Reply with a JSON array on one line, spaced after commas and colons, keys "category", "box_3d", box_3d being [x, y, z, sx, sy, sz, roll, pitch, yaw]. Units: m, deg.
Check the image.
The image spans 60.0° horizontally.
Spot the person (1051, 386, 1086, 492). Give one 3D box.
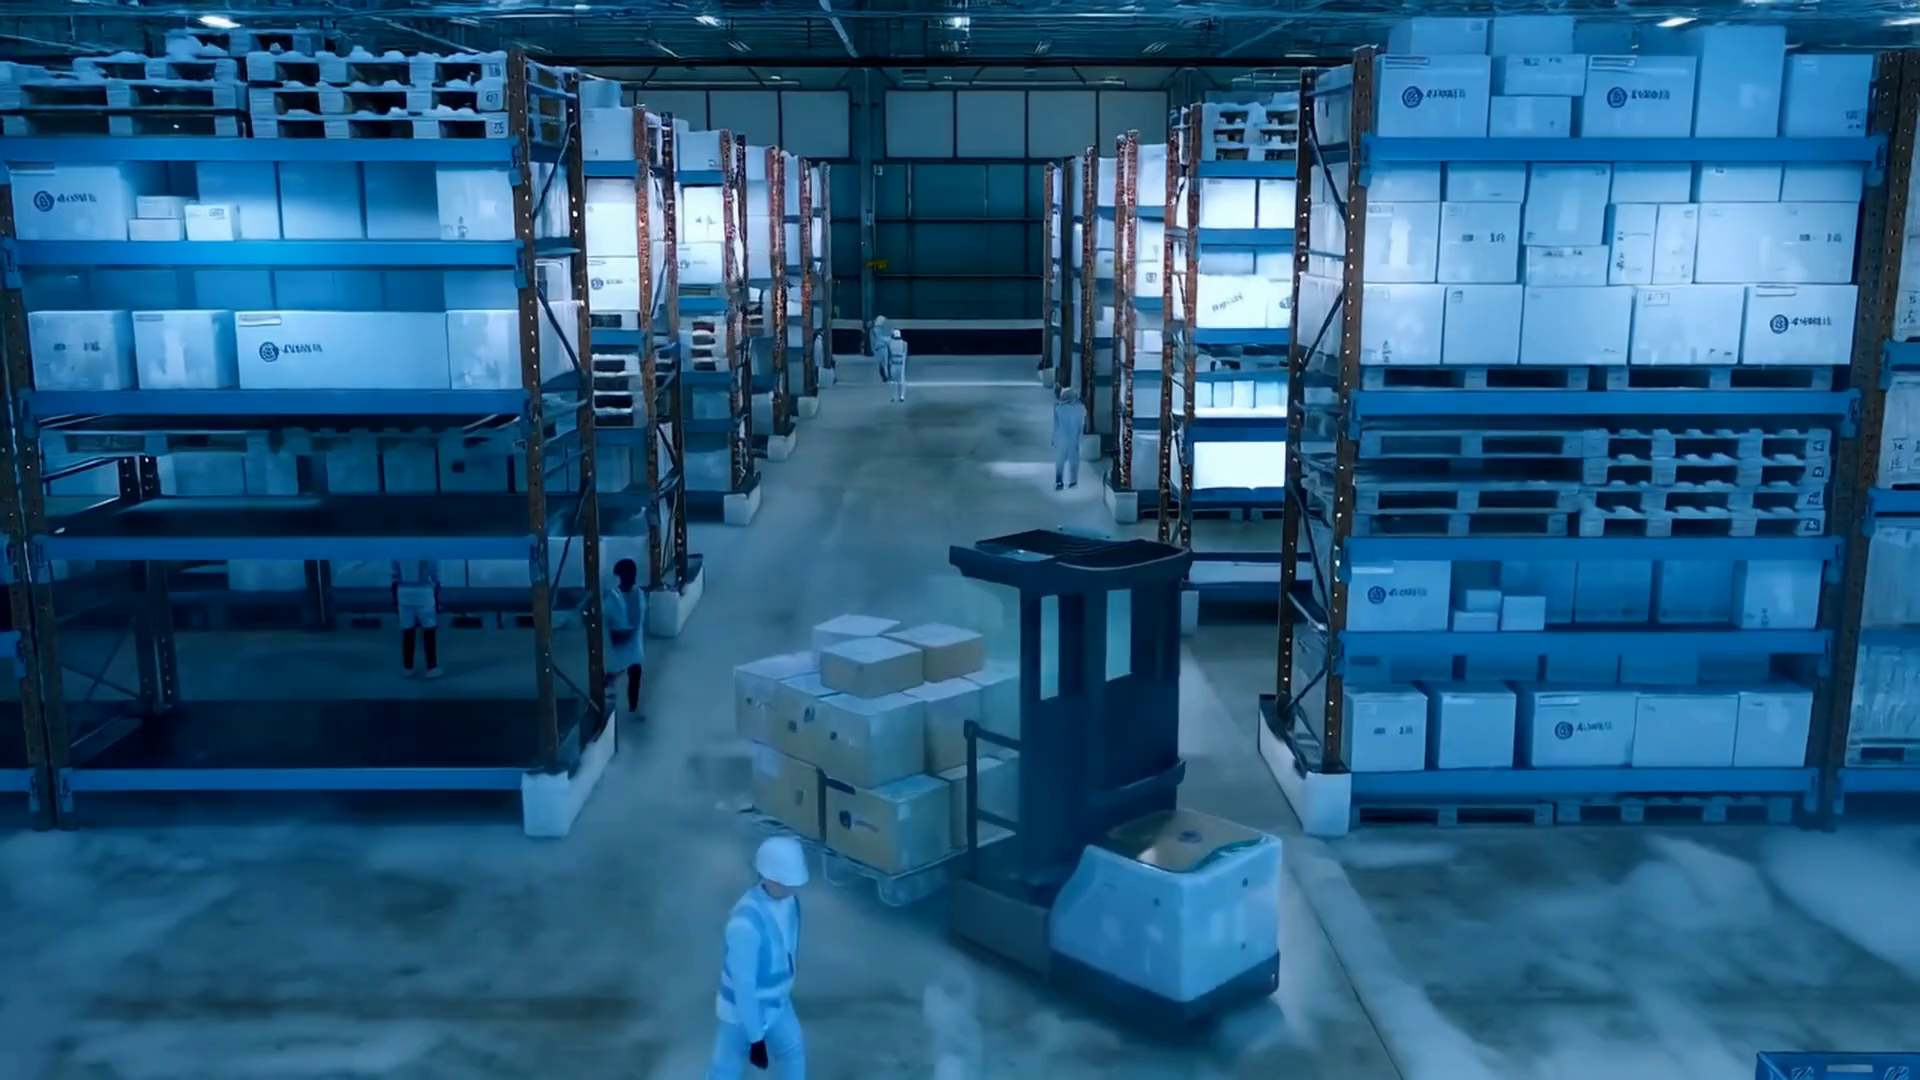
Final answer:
[{"category": "person", "box_3d": [1.884, -1.780, 29.092, 0.659, 1.855, 0.942, 4, 12, 18]}]

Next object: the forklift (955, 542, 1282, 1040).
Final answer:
[{"category": "forklift", "box_3d": [1.024, 1.447, 10.529, 1.129, 2.768, 1.873, -11, 16, -44]}]

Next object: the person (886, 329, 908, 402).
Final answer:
[{"category": "person", "box_3d": [-1.592, -4.426, 42.211, 0.566, 1.846, 0.387, 0, 11, -1]}]

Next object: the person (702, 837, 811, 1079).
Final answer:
[{"category": "person", "box_3d": [-0.999, 2.372, 8.478, 1.057, 1.858, 0.620, 6, 13, 25]}]

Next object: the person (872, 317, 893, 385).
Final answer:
[{"category": "person", "box_3d": [-2.089, -5.237, 46.168, 0.729, 1.883, 0.352, -5, 12, -23]}]

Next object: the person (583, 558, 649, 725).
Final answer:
[{"category": "person", "box_3d": [-3.325, 0.958, 15.995, 0.645, 1.666, 0.538, 7, 13, 31]}]

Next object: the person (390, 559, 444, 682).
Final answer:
[{"category": "person", "box_3d": [-5.699, 0.650, 17.453, 0.574, 1.689, 0.324, 1, 11, 3]}]
